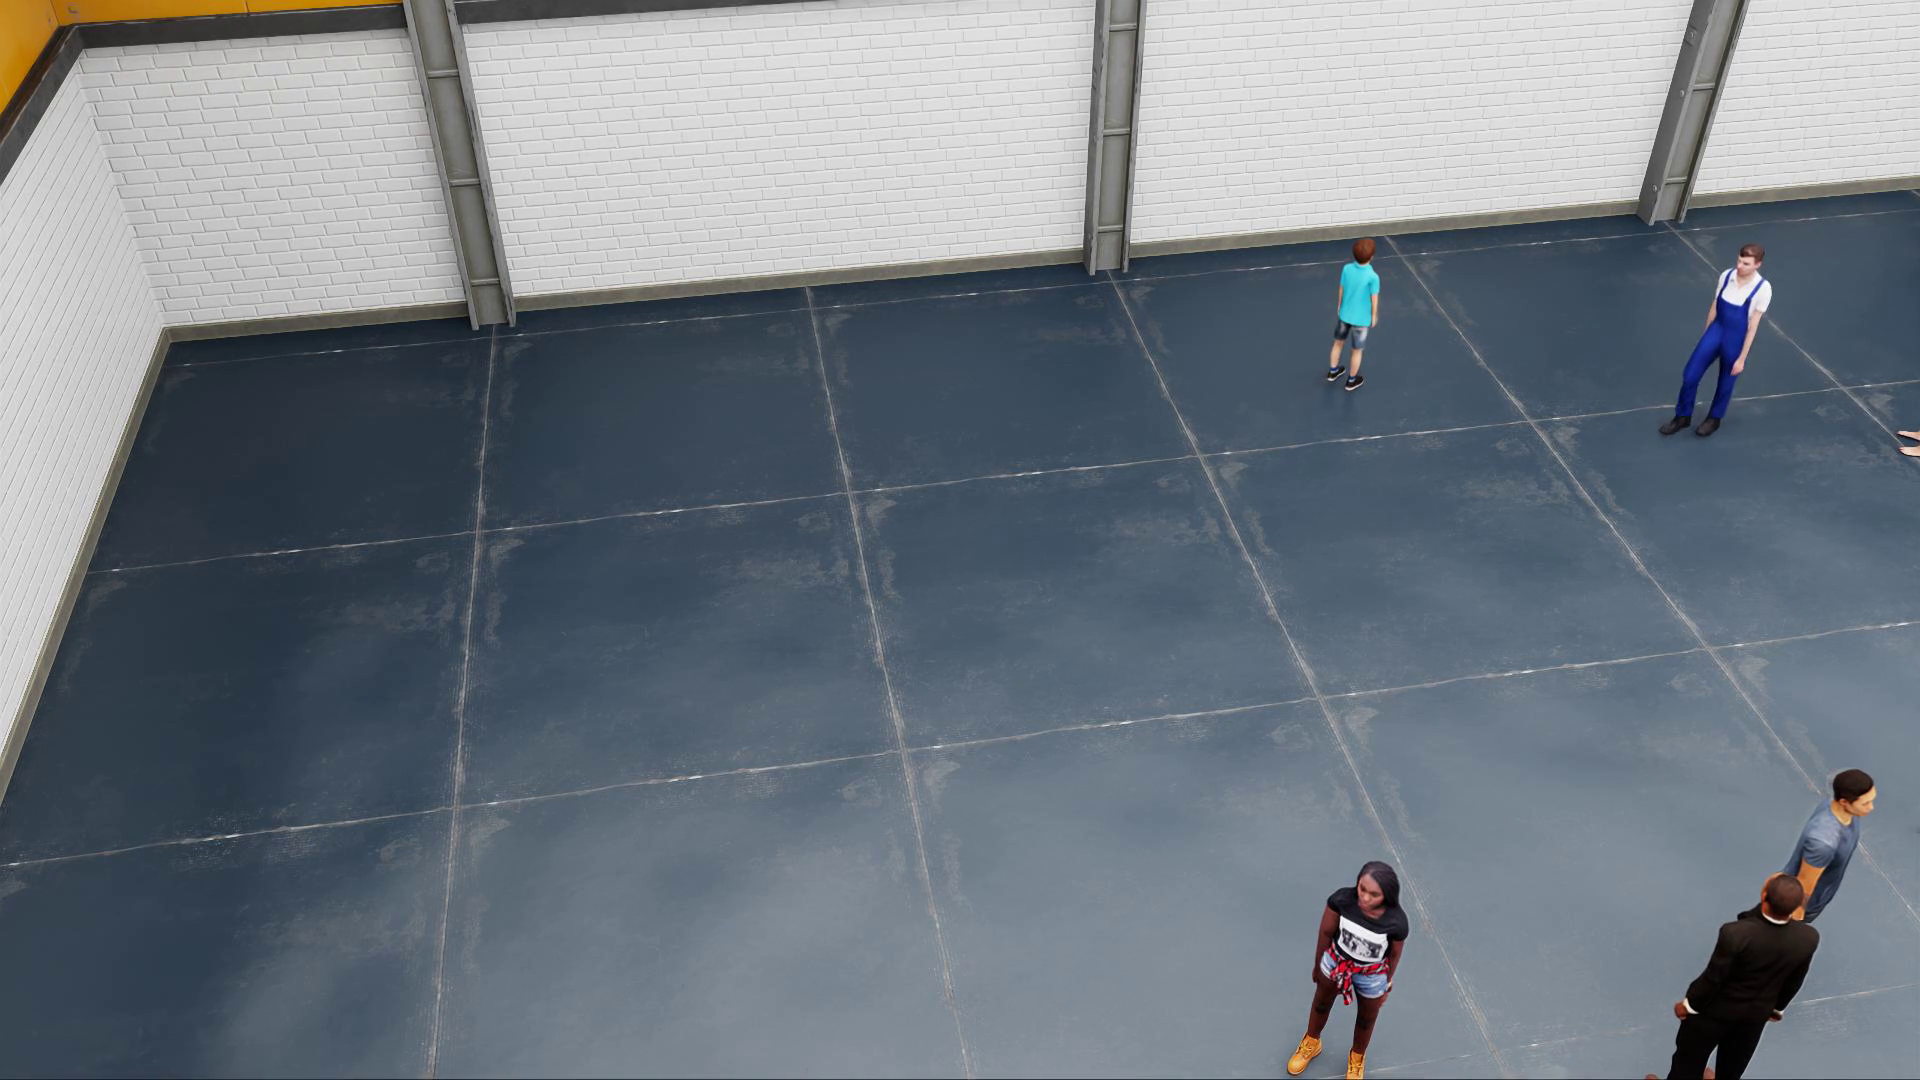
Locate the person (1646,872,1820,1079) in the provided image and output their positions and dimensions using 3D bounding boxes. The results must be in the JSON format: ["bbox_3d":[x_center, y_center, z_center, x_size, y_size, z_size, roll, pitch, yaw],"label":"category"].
[{"bbox_3d":[4.050,2.414,8.704,0.599,1.904,0.811,0,39,0],"label":"person"}]

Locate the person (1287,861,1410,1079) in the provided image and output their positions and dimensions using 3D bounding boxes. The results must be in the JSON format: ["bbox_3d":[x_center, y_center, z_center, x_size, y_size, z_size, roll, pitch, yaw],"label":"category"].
[{"bbox_3d":[2.122,2.325,8.956,0.702,1.729,0.778,17,42,20],"label":"person"}]

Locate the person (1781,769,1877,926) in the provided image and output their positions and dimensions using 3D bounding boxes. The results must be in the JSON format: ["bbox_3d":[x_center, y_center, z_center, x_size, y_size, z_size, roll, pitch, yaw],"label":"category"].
[{"bbox_3d":[4.757,1.940,9.374,0.786,1.808,0.706,27,46,29],"label":"person"}]

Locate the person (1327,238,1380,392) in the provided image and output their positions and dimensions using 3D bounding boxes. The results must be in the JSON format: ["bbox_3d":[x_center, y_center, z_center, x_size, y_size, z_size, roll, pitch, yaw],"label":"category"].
[{"bbox_3d":[3.466,-1.985,14.576,0.614,1.451,0.660,30,47,32],"label":"person"}]

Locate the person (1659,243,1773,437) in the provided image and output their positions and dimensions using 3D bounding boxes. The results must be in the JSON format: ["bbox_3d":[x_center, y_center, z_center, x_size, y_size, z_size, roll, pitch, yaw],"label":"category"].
[{"bbox_3d":[6.476,-1.682,13.893,0.947,1.830,0.852,-29,47,-31],"label":"person"}]
